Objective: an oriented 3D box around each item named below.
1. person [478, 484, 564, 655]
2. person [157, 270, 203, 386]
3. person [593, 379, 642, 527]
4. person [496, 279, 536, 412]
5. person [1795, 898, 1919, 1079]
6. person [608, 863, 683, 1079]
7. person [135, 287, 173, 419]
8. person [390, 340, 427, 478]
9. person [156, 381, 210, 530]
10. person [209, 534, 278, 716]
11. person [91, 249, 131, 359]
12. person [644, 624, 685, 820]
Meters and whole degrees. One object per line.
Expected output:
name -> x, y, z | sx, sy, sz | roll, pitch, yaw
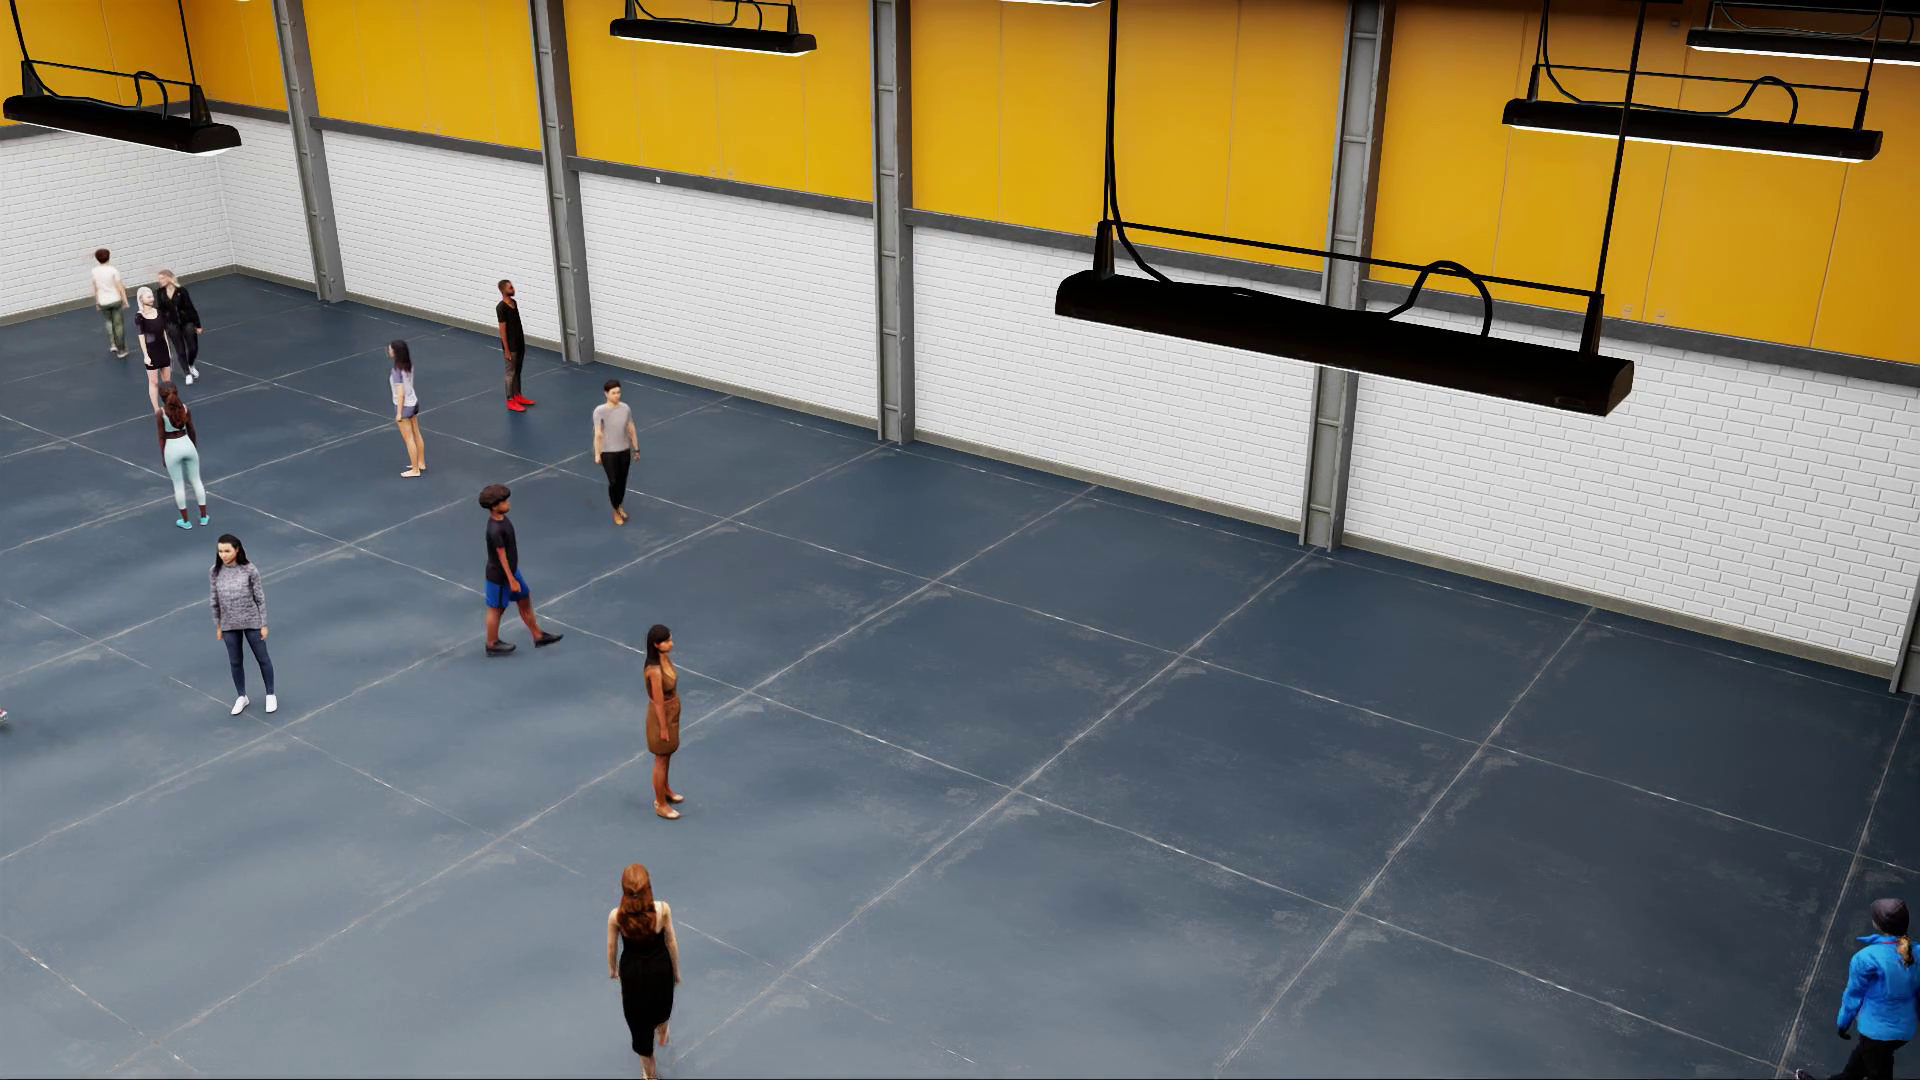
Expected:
person -> -4.485, 0.316, 15.973 | 1.071, 1.768, 0.979 | -2, 24, -5
person -> -11.209, -3.065, 23.833 | 0.826, 1.667, 0.852 | -8, 25, -19
person -> -4.004, -1.054, 19.186 | 0.786, 1.705, 0.871 | -15, 28, -30
person -> -6.143, -2.689, 22.802 | 0.679, 1.805, 0.717 | 4, 24, 10
person -> 5.540, 3.000, 9.868 | 1.180, 1.741, 1.217 | 0, 24, -1
person -> -1.973, 2.803, 10.491 | 0.899, 1.602, 0.997 | -7, 25, -15
person -> -10.812, -2.503, 22.343 | 0.548, 1.832, 0.609 | 10, 25, 21
person -> -6.819, -1.638, 20.486 | 0.677, 1.734, 0.663 | 2, 24, 3
person -> -8.902, -0.980, 18.992 | 0.574, 1.725, 0.588 | 21, 31, 40
person -> -6.490, 0.742, 15.043 | 0.671, 1.733, 0.740 | -3, 24, -7
person -> -12.752, -3.528, 24.923 | 0.712, 1.644, 0.775 | -3, 24, -7
person -> -2.403, 1.452, 13.478 | 0.678, 1.686, 0.648 | 0, 24, 0
